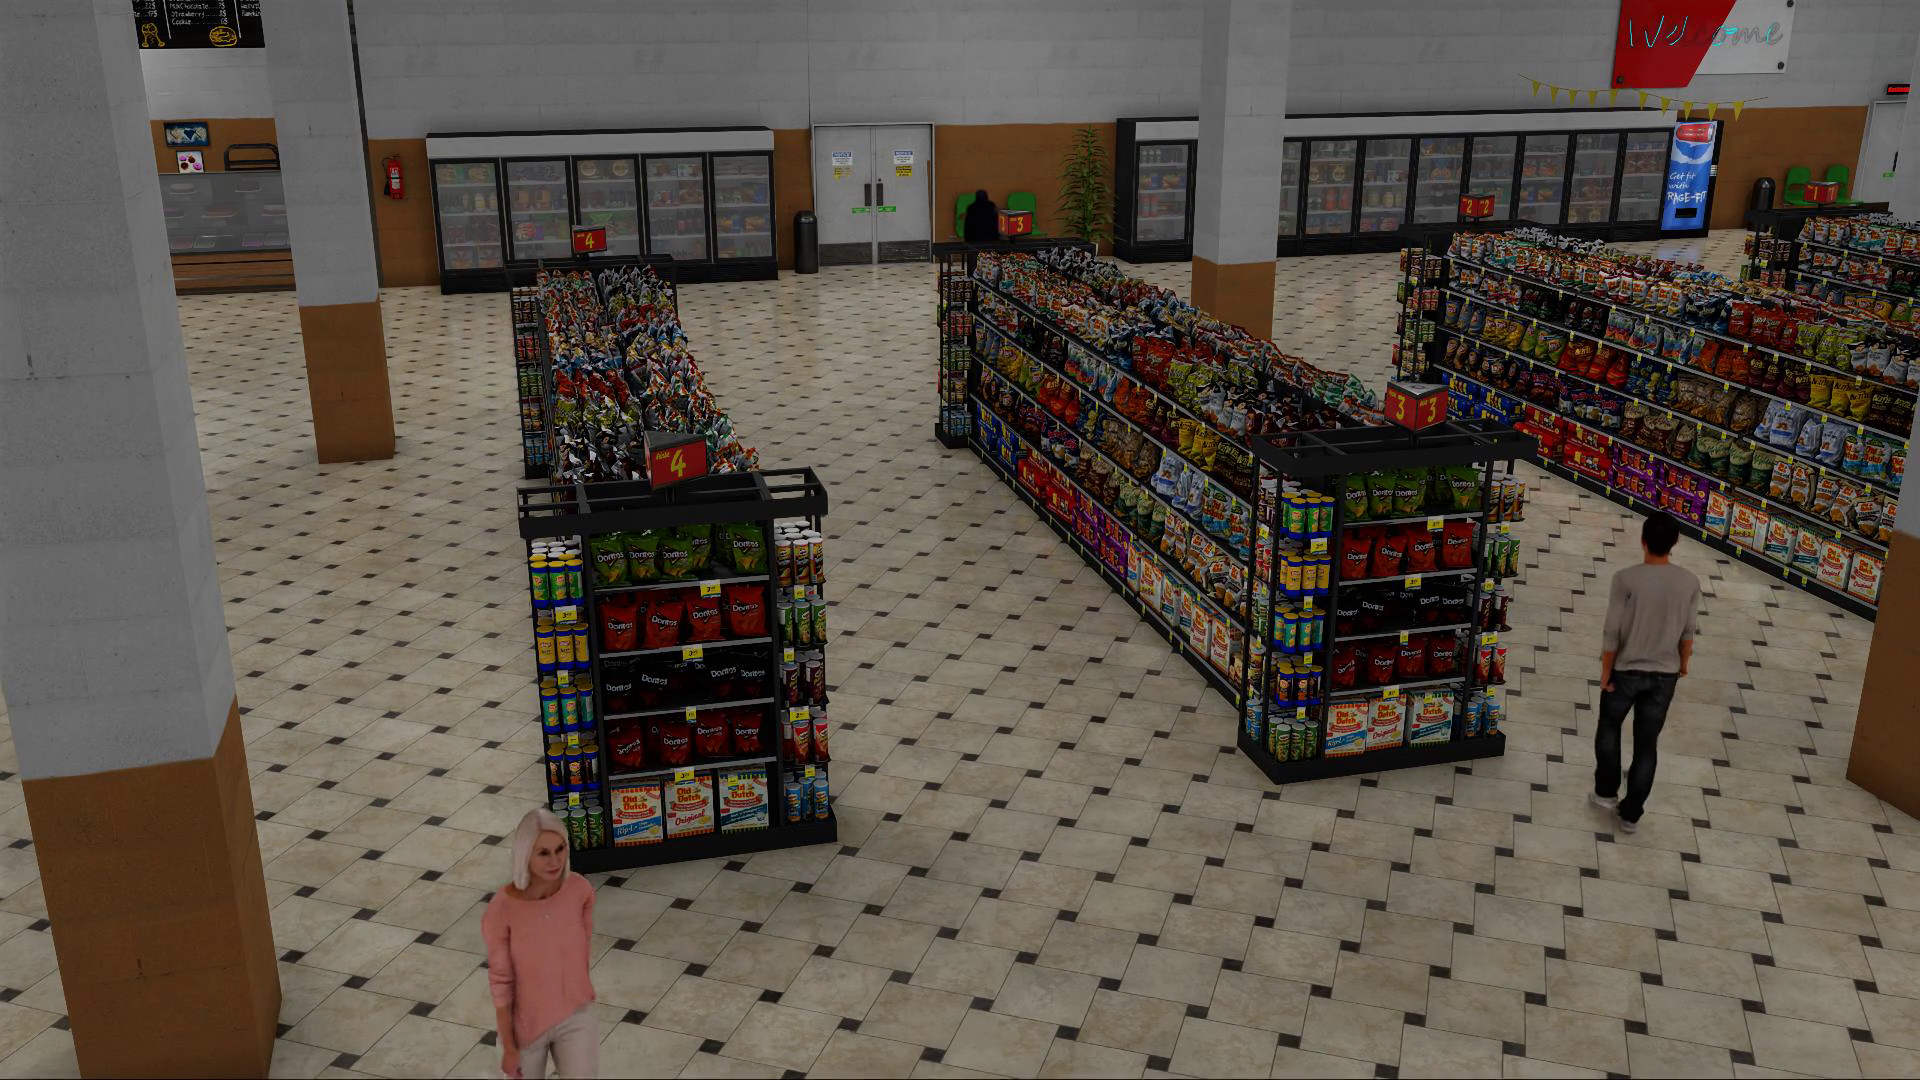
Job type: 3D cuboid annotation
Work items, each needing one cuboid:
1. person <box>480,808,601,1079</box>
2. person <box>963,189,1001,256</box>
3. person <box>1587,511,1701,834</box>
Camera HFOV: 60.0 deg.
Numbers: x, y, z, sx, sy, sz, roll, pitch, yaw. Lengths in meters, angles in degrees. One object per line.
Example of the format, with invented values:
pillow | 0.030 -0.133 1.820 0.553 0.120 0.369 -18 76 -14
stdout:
person | -1.582 1.762 6.195 0.878 1.695 1.160 -14 23 -35
person | 0.332 -4.145 23.807 0.675 1.635 1.007 -4 19 -13
person | 3.737 0.755 9.024 0.785 1.794 0.814 4 19 11
